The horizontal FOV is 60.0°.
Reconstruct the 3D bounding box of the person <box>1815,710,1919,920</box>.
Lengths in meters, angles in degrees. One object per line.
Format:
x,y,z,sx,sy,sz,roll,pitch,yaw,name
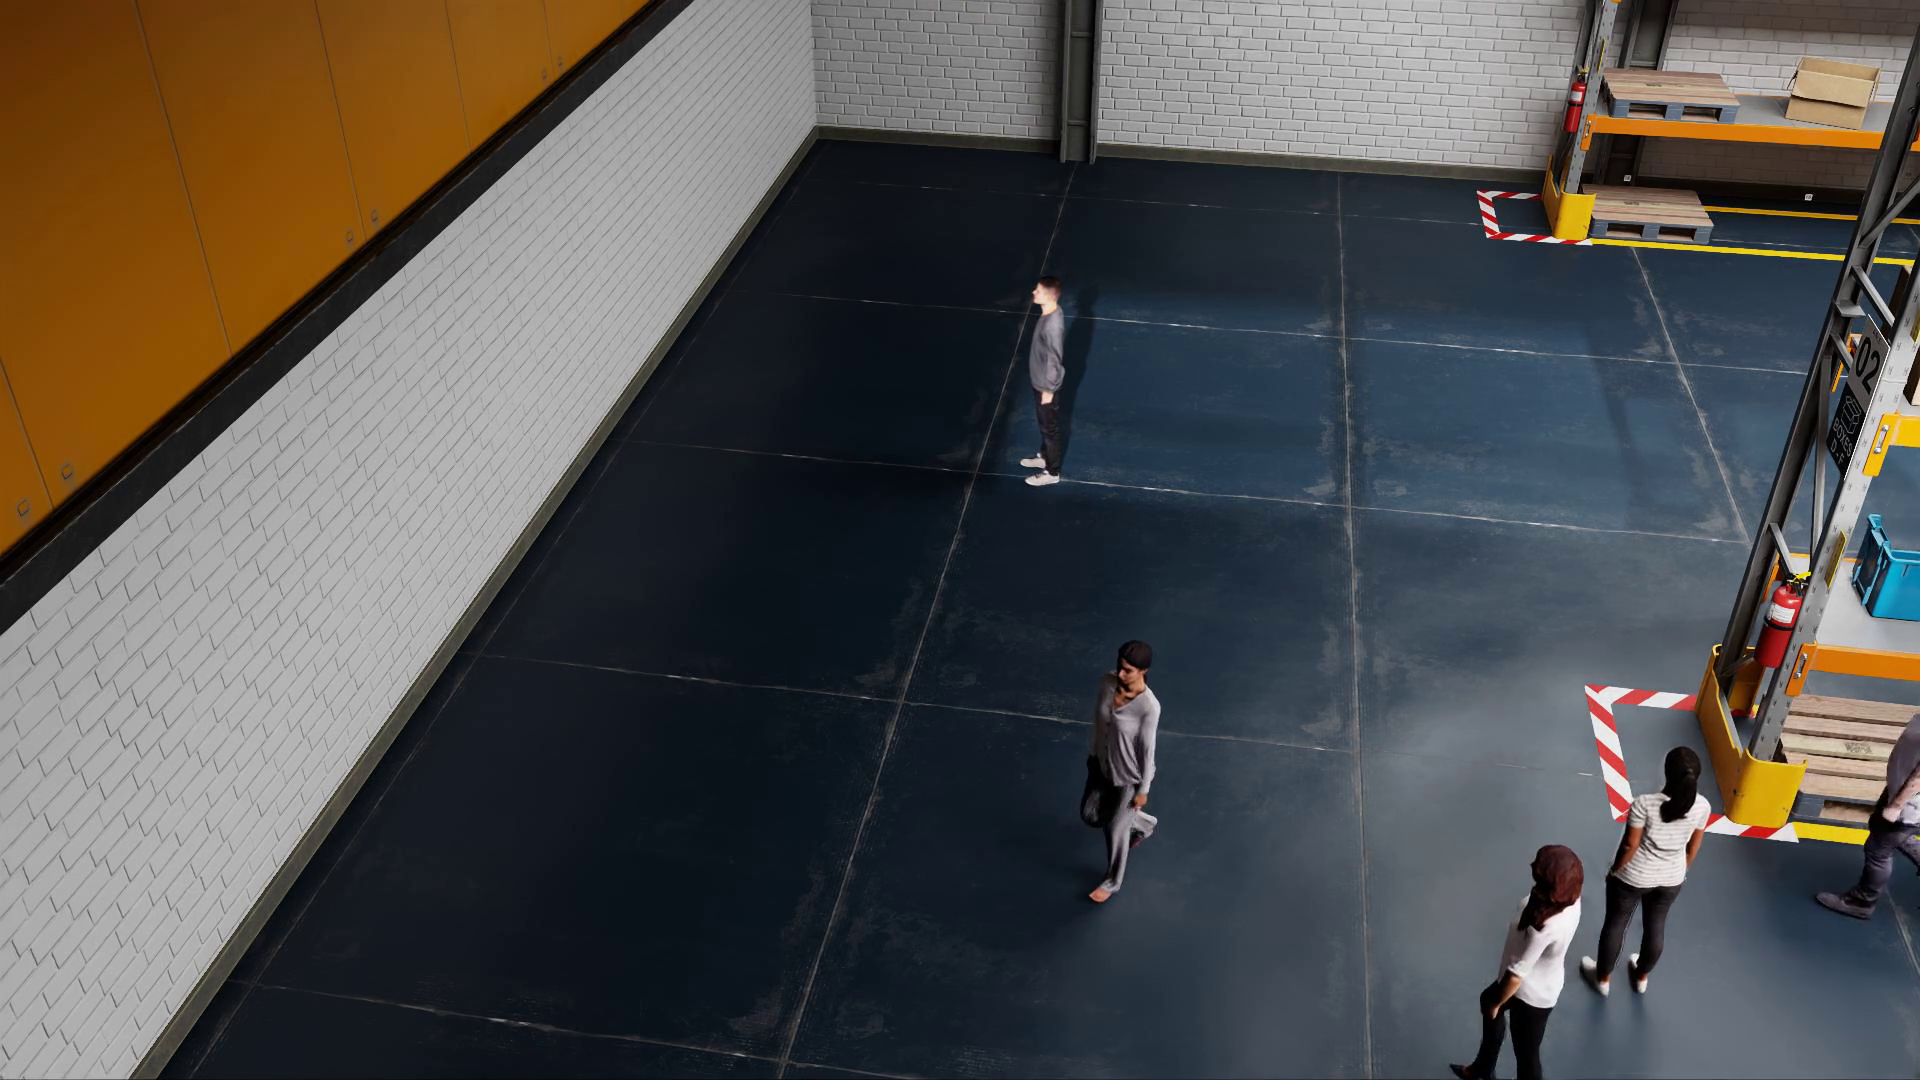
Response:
5.231,1.423,8.967,1.029,1.815,0.879,21,39,29,person

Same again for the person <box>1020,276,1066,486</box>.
0.692,-1.260,13.054,0.604,1.760,0.656,-1,34,-1,person

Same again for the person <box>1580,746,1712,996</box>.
3.587,1.733,8.652,0.526,1.648,0.670,-1,34,-1,person

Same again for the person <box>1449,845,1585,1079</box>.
2.802,2.161,7.890,0.790,1.779,0.738,17,37,24,person

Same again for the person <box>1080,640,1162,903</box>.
0.955,1.242,9.291,0.913,1.759,0.867,-25,41,-32,person
